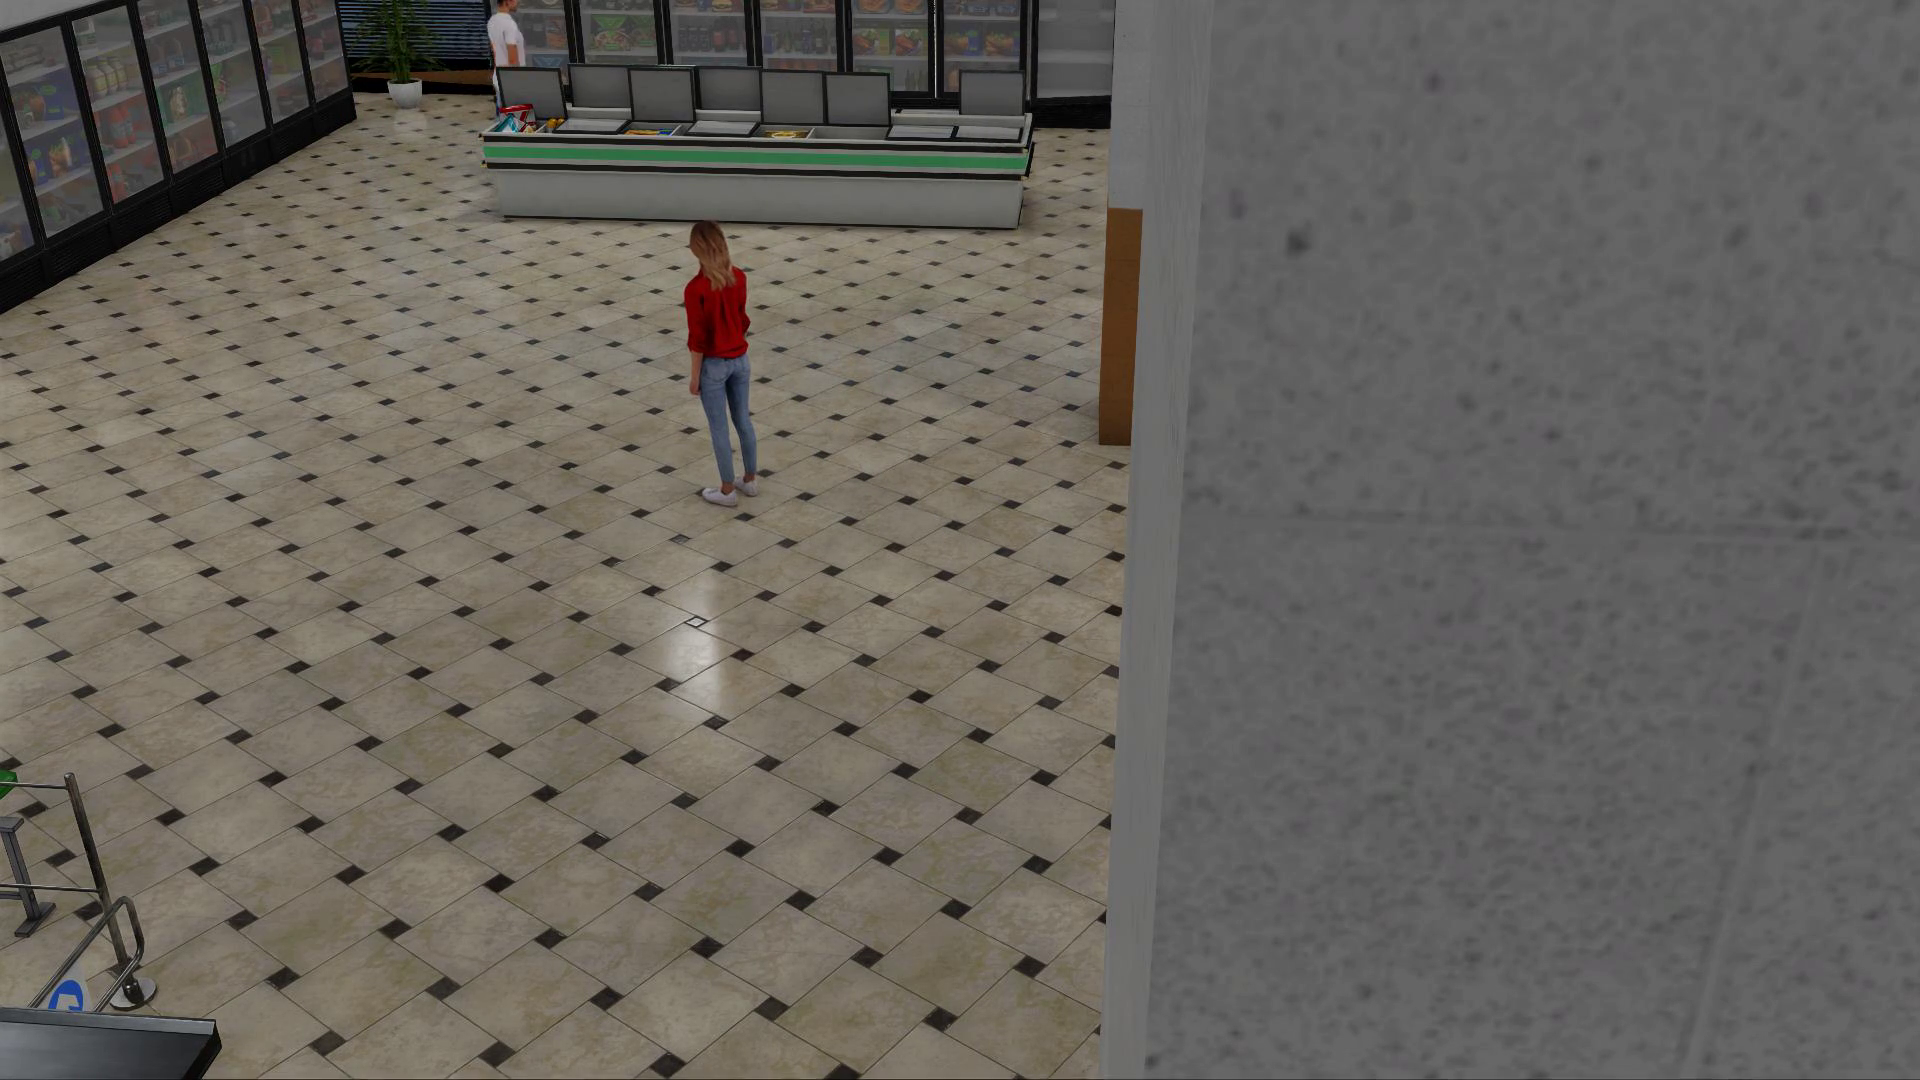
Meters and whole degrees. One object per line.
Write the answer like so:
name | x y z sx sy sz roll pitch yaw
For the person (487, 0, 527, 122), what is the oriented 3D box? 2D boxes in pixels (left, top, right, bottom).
person | -4.494 -4.504 16.410 0.883 1.838 0.949 24 35 39

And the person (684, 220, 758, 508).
person | -1.388 -1.018 9.683 0.710 1.705 0.695 21 34 35
